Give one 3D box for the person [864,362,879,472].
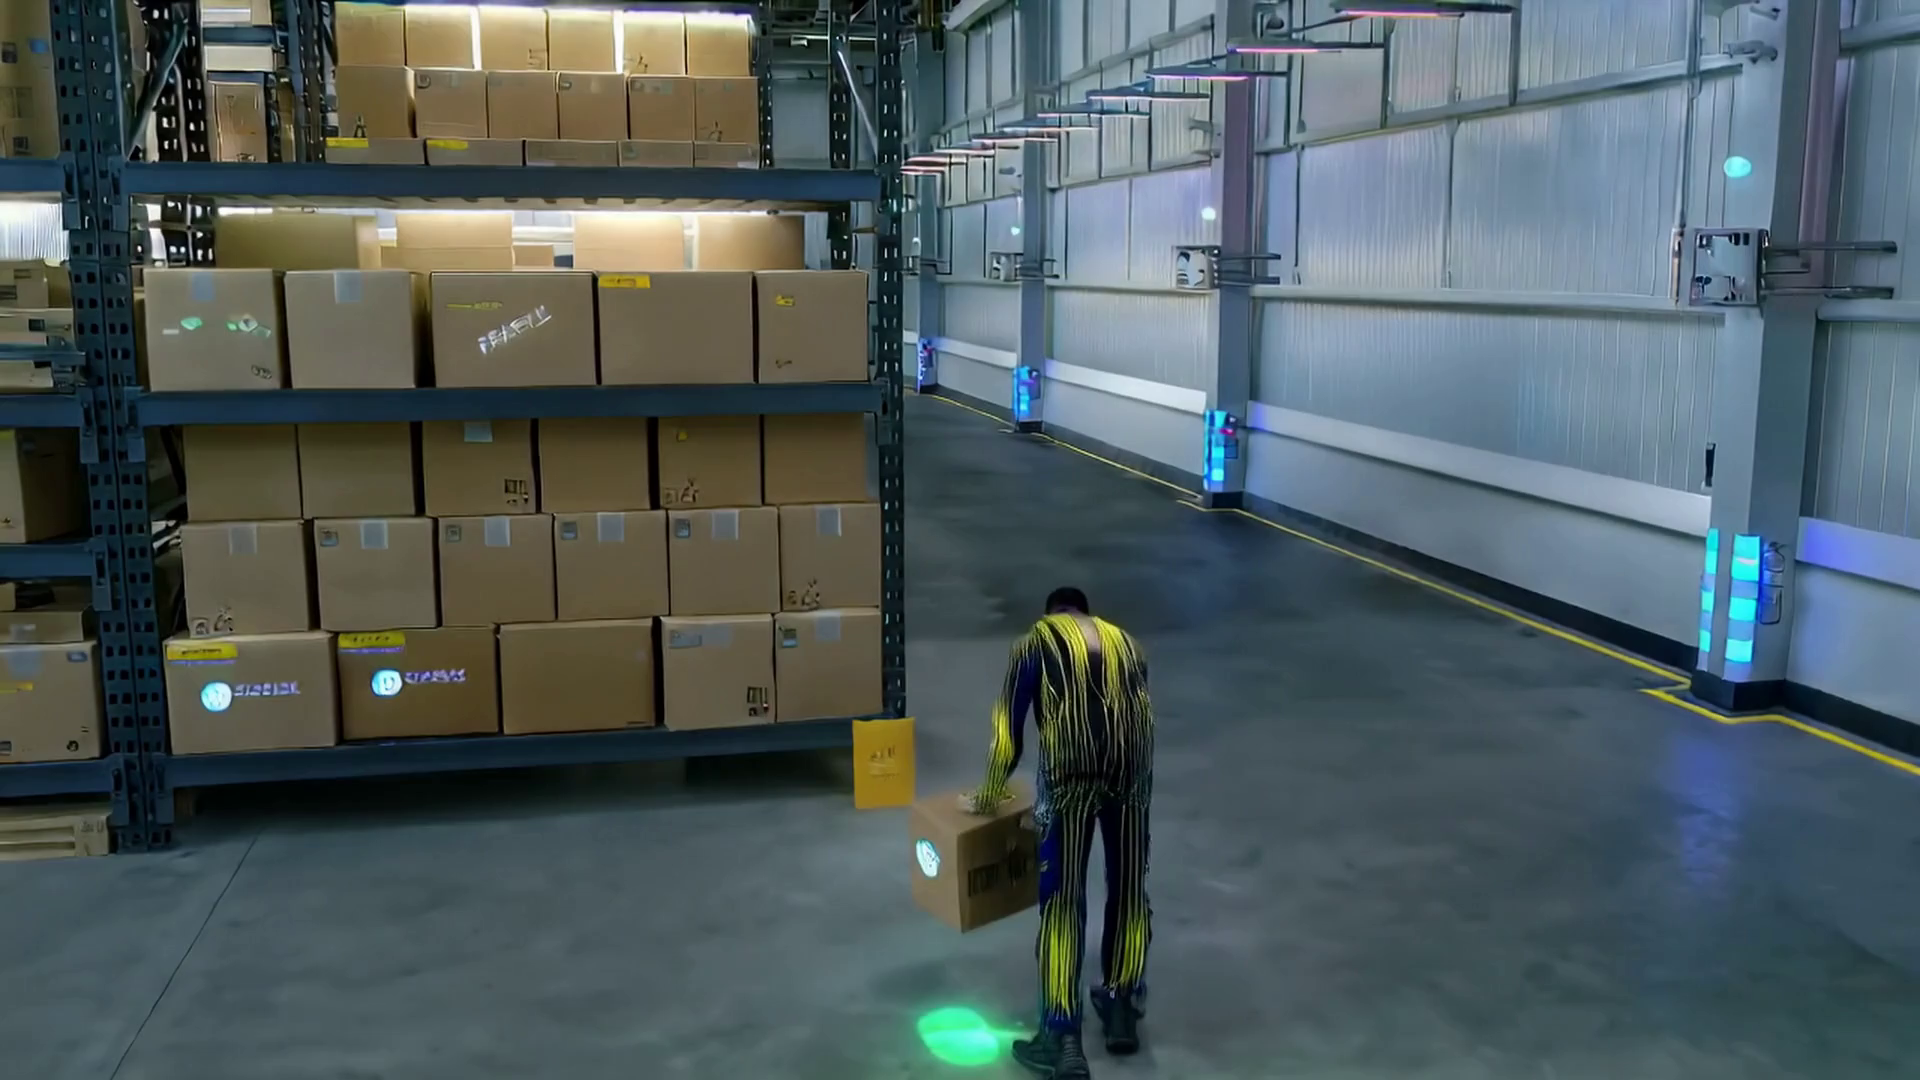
[{"bbox_3d":[-1.442,-1.838,24.534,0.556,1.712,0.800,-4,10,-21],"label":"person"}]
